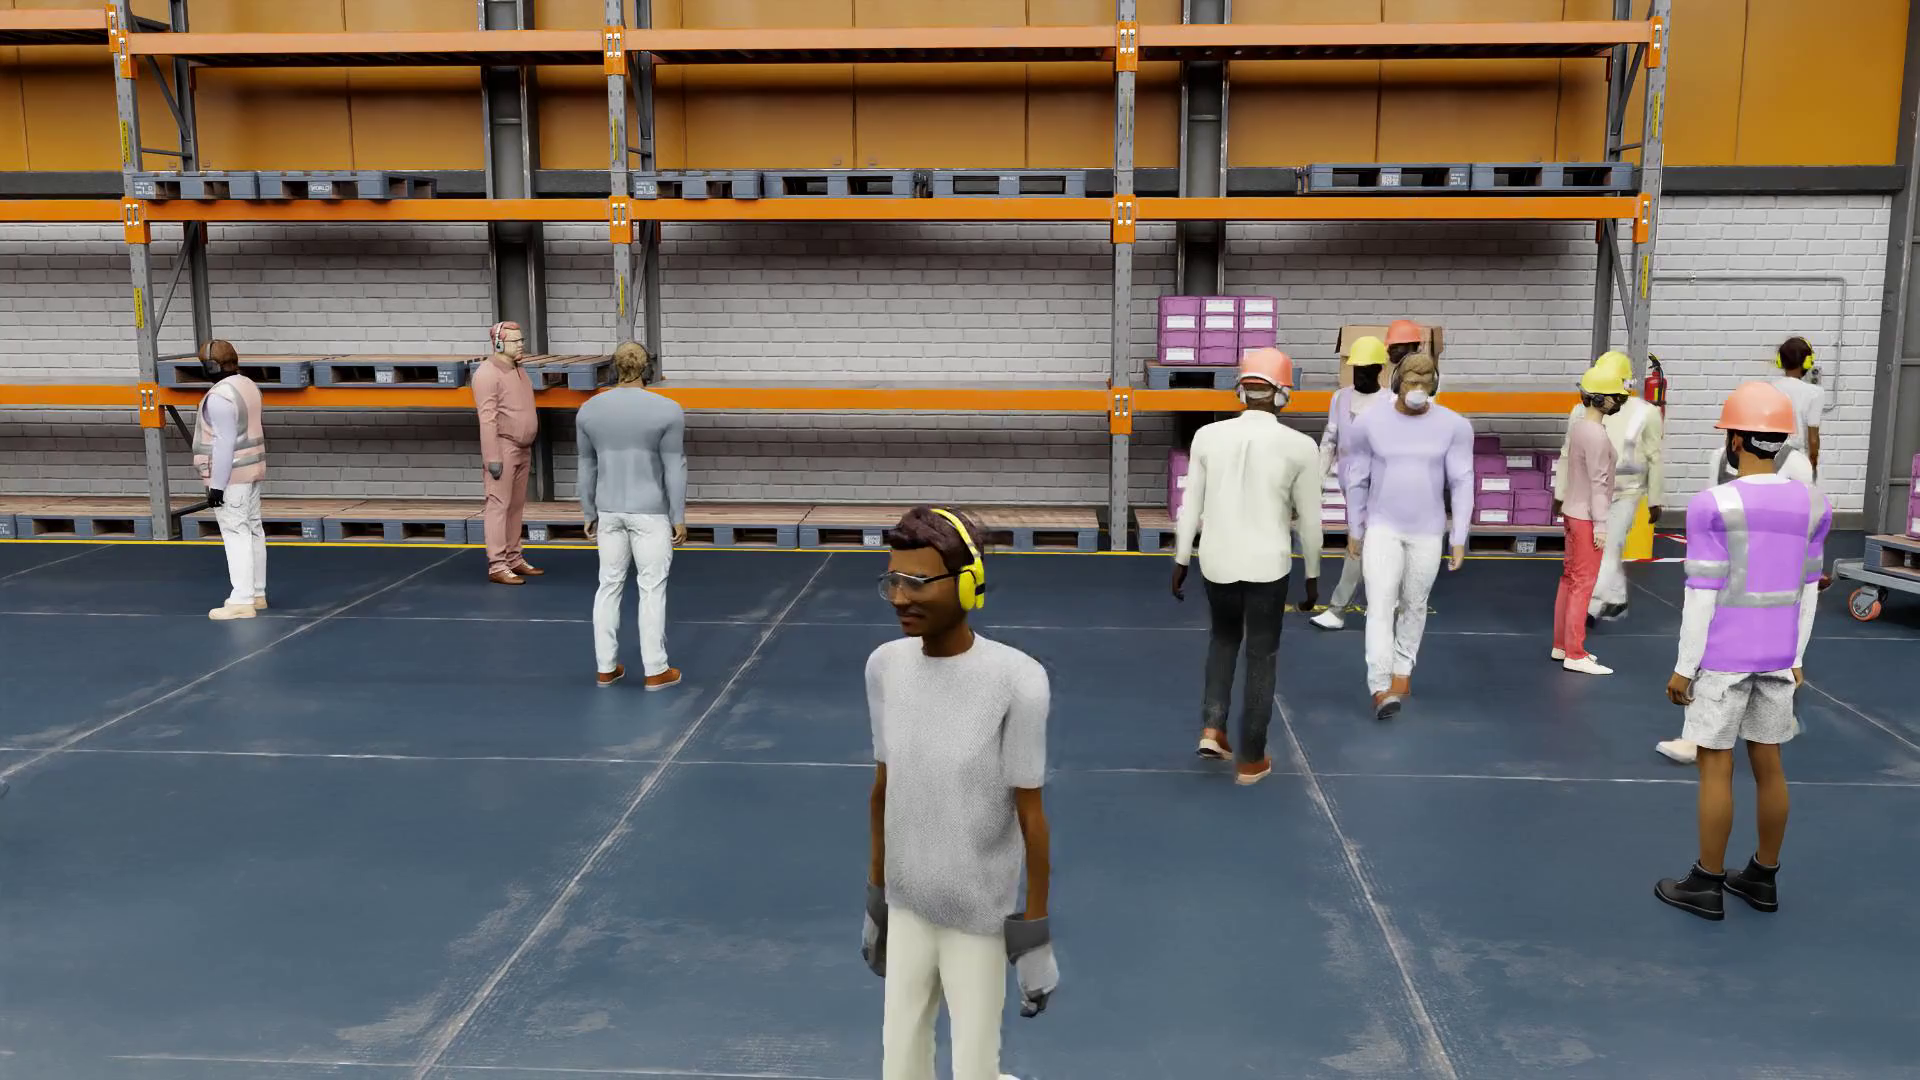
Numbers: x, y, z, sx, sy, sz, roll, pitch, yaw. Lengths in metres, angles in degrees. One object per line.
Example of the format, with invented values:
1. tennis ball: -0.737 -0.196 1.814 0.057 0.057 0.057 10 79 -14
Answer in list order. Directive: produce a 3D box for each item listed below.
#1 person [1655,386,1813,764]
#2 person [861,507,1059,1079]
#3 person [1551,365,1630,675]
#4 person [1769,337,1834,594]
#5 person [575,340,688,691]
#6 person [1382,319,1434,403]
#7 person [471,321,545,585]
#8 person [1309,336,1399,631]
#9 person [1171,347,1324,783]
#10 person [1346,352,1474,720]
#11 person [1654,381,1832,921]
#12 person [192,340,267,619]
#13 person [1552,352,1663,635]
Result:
1. person: 3.732 0.149 7.892 0.994 1.794 0.522 -4 11 -24
2. person: 0.015 0.827 3.761 0.535 1.850 0.633 7 12 36
3. person: 3.628 -0.121 9.553 0.316 1.767 0.535 1 10 7
4. person: 5.706 -0.473 11.435 0.855 1.826 0.529 -8 12 -39
5. person: -1.808 -0.135 9.202 0.640 1.927 0.387 3 10 15
6. person: 3.188 -0.654 12.218 0.639 1.916 0.581 -1 10 -7
7. person: -3.285 -0.640 12.179 0.401 1.910 0.640 2 10 11
8. person: 2.591 -0.372 10.716 1.008 1.873 0.593 -7 12 -34
9. person: 1.318 0.112 7.597 0.692 1.968 0.497 5 11 26
10. person: 2.320 -0.022 8.623 0.642 1.880 1.023 2 10 14
11. person: 2.800 0.402 5.985 0.545 1.938 0.361 -3 10 -15
12. person: -4.817 -0.399 10.978 0.430 1.838 0.619 -1 10 -4
13. person: 4.105 -0.305 10.607 0.933 1.777 0.616 -9 13 -42
